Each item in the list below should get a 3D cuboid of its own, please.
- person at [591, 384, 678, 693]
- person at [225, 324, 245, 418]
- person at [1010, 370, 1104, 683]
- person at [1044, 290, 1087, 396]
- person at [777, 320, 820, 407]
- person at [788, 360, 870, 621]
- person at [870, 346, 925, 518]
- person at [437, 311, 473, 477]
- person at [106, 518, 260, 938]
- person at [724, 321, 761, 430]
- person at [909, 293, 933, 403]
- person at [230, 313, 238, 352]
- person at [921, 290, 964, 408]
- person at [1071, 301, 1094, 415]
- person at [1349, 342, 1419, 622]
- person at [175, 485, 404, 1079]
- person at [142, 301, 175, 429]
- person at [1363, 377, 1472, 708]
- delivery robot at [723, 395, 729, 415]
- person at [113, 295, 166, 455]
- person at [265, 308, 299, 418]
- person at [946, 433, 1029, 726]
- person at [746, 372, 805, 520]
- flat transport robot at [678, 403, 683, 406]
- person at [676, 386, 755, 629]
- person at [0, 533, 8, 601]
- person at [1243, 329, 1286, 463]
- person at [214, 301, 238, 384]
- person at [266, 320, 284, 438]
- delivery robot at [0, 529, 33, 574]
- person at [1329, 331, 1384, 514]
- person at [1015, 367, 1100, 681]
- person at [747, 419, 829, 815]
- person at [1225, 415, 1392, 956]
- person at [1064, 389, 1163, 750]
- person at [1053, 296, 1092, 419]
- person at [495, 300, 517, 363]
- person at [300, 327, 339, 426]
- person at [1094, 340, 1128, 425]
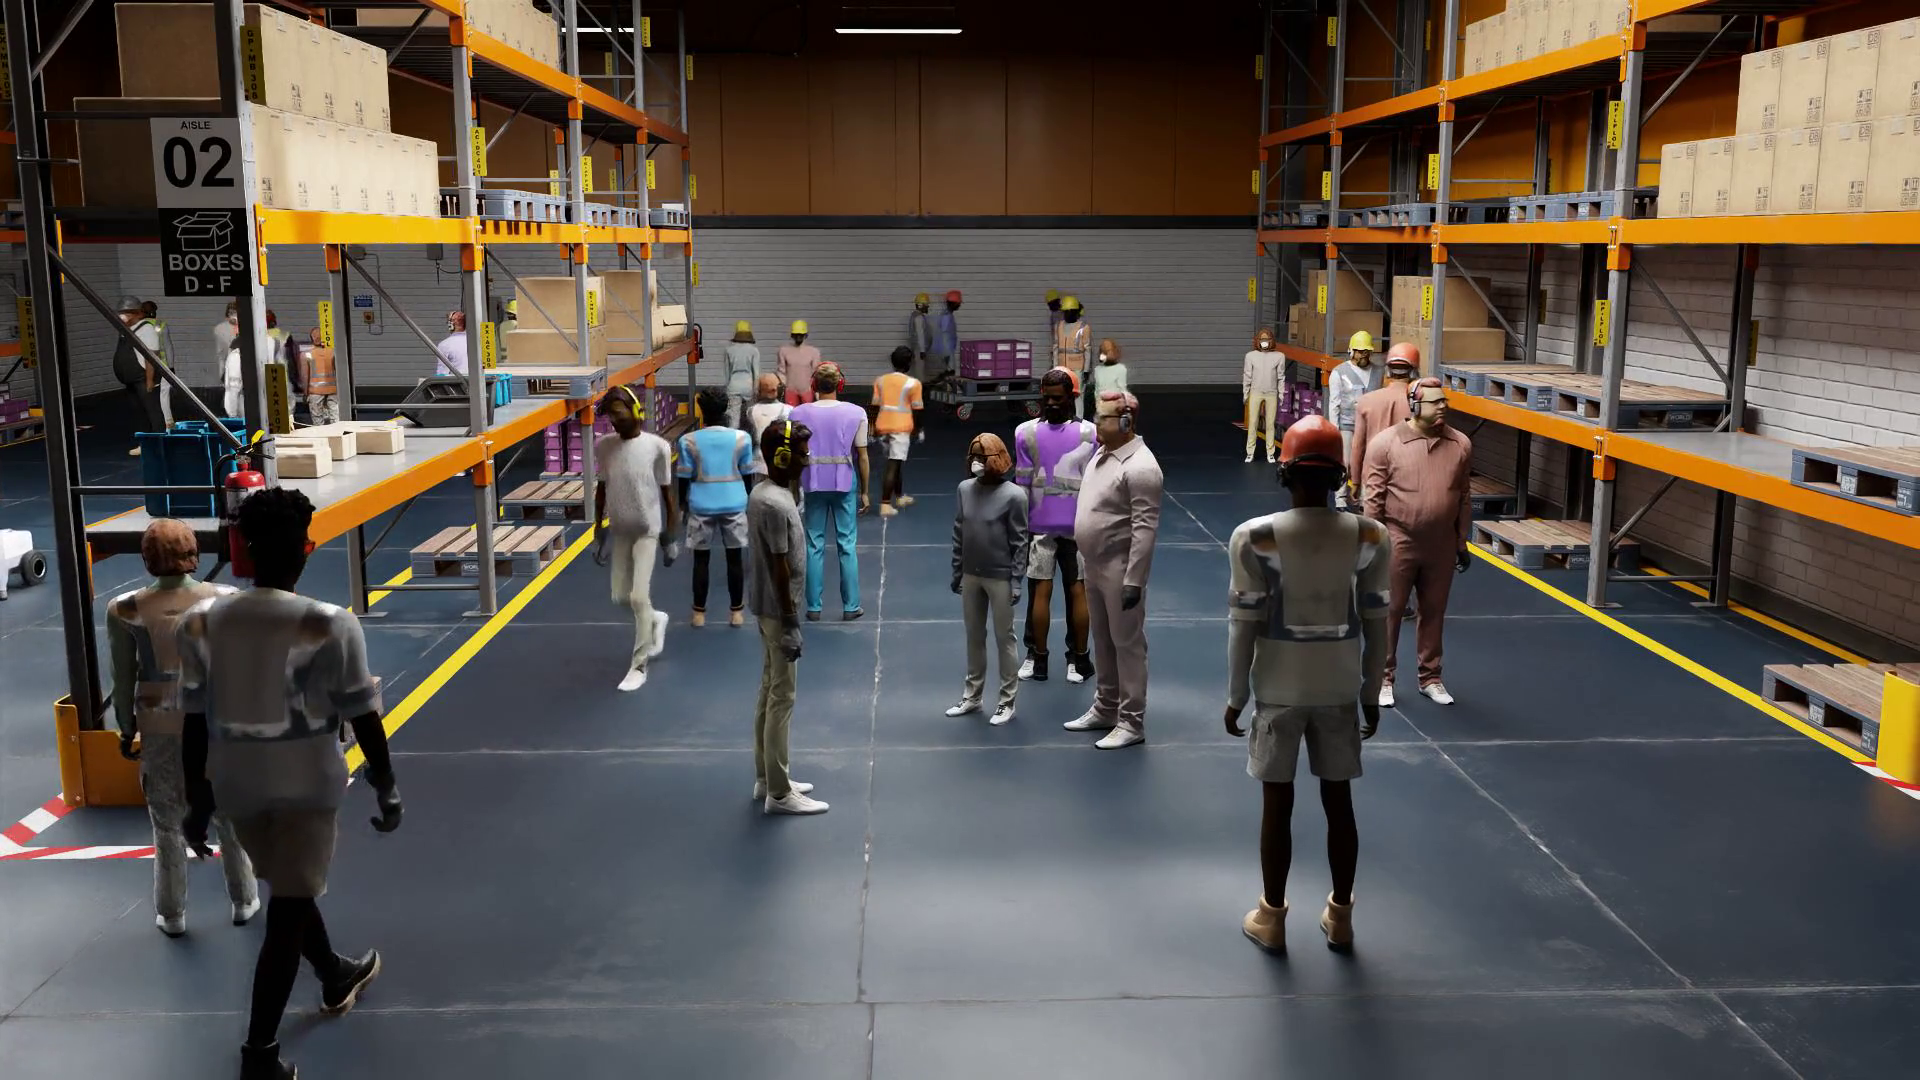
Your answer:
[{"bbox_3d":[-1.959,-0.042,10.140,0.524,1.843,0.700,3,11,15],"label":"person"},{"bbox_3d":[-7.635,-1.394,17.623,1.018,1.880,0.559,-5,11,-24],"label":"person"},{"bbox_3d":[0.599,-0.085,10.162,0.597,1.916,0.372,3,11,14],"label":"person"},{"bbox_3d":[1.719,-3.210,27.650,0.662,1.885,0.644,-3,11,-18],"label":"person"},{"bbox_3d":[-1.940,-1.767,20.027,0.546,1.731,0.833,0,10,-2],"label":"person"},{"bbox_3d":[-0.920,-0.336,11.751,0.567,1.849,0.386,0,10,0],"label":"person"},{"bbox_3d":[-0.577,-1.077,16.402,0.538,1.652,0.809,7,12,34],"label":"person"},{"bbox_3d":[-5.703,-1.671,19.065,0.400,1.902,0.647,9,14,41],"label":"person"},{"bbox_3d":[-2.987,0.723,6.437,0.511,1.640,0.309,-5,11,-26],"label":"person"},{"bbox_3d":[-2.731,-1.907,20.945,0.490,1.696,0.885,1,10,4],"label":"person"},{"bbox_3d":[-0.653,-3.211,27.824,0.403,1.828,0.597,-2,10,-9],"label":"person"},{"bbox_3d":[-7.739,-1.572,18.226,0.610,1.996,0.378,9,14,42],"label":"person"},{"bbox_3d":[-0.260,-3.070,26.834,0.681,1.902,0.595,1,10,3],"label":"person"},{"bbox_3d":[1.686,-2.585,24.341,0.531,1.818,0.957,4,11,20],"label":"person"},{"bbox_3d":[3.109,-0.418,11.872,0.635,1.974,0.460,6,12,31],"label":"person"},{"bbox_3d":[-2.156,0.775,5.382,0.622,1.910,1.005,2,10,10],"label":"person"},{"bbox_3d":[-11.513,-2.485,23.750,0.625,1.844,0.429,0,10,1],"label":"person"},{"bbox_3d":[2.654,0.016,9.618,0.649,1.912,0.409,-1,10,-8],"label":"person"},{"bbox_3d":[-3.556,-1.982,24.268,0.707,0.478,0.477,4,11,21],"label":"delivery robot"},{"bbox_3d":[-10.280,-2.055,20.796,0.689,2.000,0.538,9,14,42],"label":"person"},{"bbox_3d":[-8.799,-2.039,21.277,0.662,1.831,0.475,-1,10,-8],"label":"person"},{"bbox_3d":[0.153,0.214,9.288,0.498,1.634,0.280,8,13,38],"label":"person"},{"bbox_3d":[-1.501,-0.560,13.622,0.546,1.624,0.425,6,12,28],"label":"person"},{"bbox_3d":[-4.224,-1.919,24.969,0.652,0.197,1.431,0,10,-2],"label":"flat transport robot"},{"bbox_3d":[-1.689,-0.216,11.516,0.541,1.698,0.324,-2,10,-12],"label":"person"},{"bbox_3d":[-7.356,-0.389,12.278,0.331,1.768,0.526,7,12,35],"label":"person"},{"bbox_3d":[3.692,-1.747,20.211,0.507,1.632,0.265,2,10,9],"label":"person"},{"bbox_3d":[-9.862,-2.335,22.809,0.626,1.882,1.019,-2,10,-11],"label":"person"},{"bbox_3d":[-8.293,-1.773,19.695,0.602,1.863,0.619,10,14,43],"label":"person"},{"bbox_3d":[-7.461,0.085,12.751,0.477,0.478,0.707,1,10,3],"label":"delivery robot"},{"bbox_3d":[3.879,-1.121,16.211,0.587,1.825,0.403,-3,11,-17],"label":"person"},{"bbox_3d":[0.610,-0.092,10.177,0.542,1.927,0.374,1,10,5],"label":"person"},{"bbox_3d":[-0.831,0.361,7.844,0.329,1.861,0.514,-3,11,-17],"label":"person"},{"bbox_3d":[1.292,0.550,6.275,0.610,2.043,0.397,0,10,-2],"label":"person"},{"bbox_3d":[0.809,0.150,8.878,0.410,1.912,0.642,-4,11,-21],"label":"person"},{"bbox_3d":[1.537,-2.408,23.078,0.587,1.928,0.381,7,12,35],"label":"person"},{"bbox_3d":[-6.464,-2.565,24.211,0.591,1.834,0.404,5,11,27],"label":"person"},{"bbox_3d":[-7.835,-1.795,20.463,0.514,1.641,0.308,-9,13,-40],"label":"person"},{"bbox_3d":[1.701,-1.438,18.627,0.514,1.593,0.850,9,14,42],"label":"person"}]
